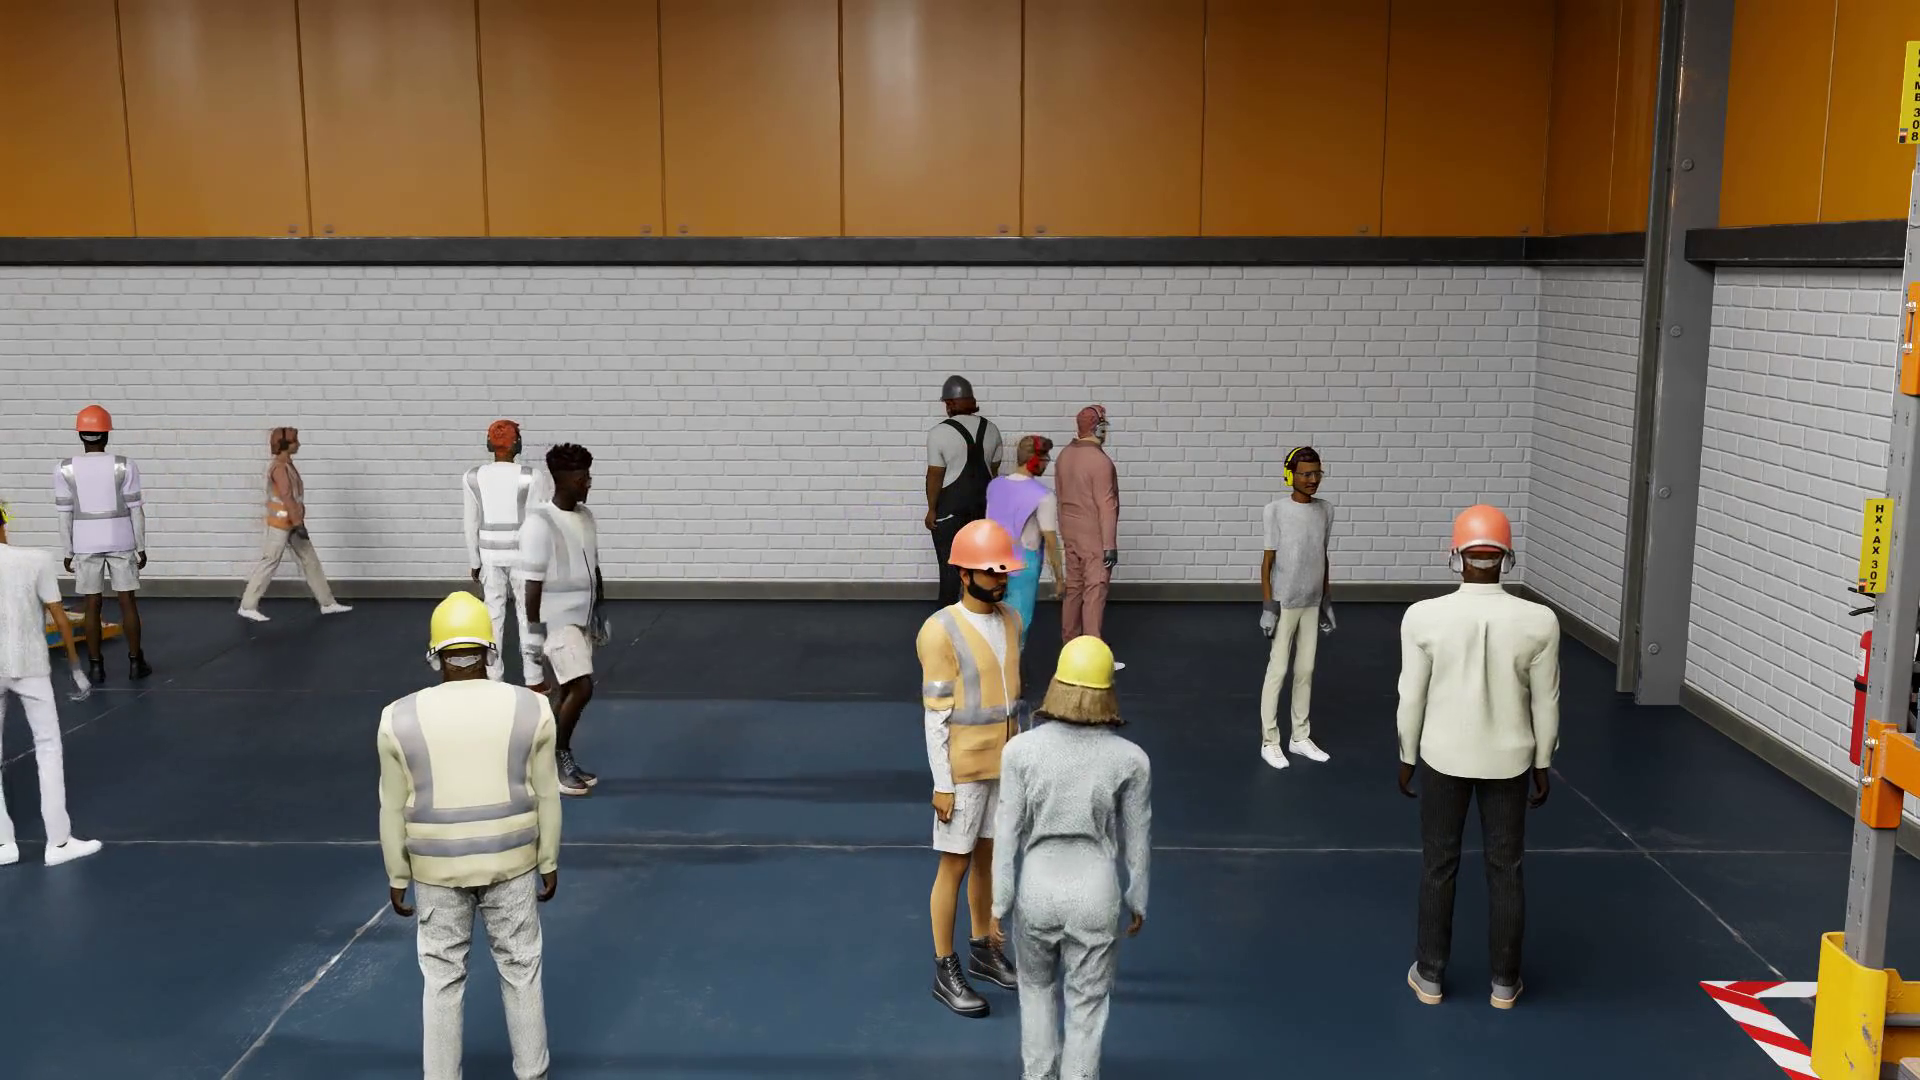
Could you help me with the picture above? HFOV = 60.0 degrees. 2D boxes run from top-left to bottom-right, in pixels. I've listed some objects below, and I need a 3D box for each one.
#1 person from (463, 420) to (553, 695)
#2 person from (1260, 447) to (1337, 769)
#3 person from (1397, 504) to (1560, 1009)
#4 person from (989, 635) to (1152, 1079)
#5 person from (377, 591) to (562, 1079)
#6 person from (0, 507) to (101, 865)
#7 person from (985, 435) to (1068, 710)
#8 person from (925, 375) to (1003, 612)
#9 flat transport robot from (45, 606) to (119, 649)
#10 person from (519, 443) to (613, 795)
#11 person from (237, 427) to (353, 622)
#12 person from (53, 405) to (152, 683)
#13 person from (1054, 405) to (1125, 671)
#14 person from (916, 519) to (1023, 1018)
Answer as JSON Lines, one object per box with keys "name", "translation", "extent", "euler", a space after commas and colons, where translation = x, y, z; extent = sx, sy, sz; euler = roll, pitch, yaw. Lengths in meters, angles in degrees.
{"name": "person", "translation": [-3.012, 0.136, 11.132], "extent": [0.574, 1.883, 0.356], "euler": [0, 9, 3]}
{"name": "person", "translation": [1.970, 0.390, 9.680], "extent": [0.508, 1.862, 0.328], "euler": [-5, 11, -27]}
{"name": "person", "translation": [2.017, 0.851, 6.515], "extent": [0.611, 1.994, 0.379], "euler": [2, 10, 12]}
{"name": "person", "translation": [0.365, 1.163, 5.442], "extent": [0.515, 1.718, 0.543], "euler": [1, 10, 5]}
{"name": "person", "translation": [-1.653, 1.082, 5.657], "extent": [0.591, 1.823, 0.405], "euler": [-3, 10, -17]}
{"name": "person", "translation": [-4.567, 0.674, 8.069], "extent": [0.597, 1.837, 0.348], "euler": [-2, 10, -13]}
{"name": "person", "translation": [0.416, 0.224, 10.795], "extent": [0.550, 1.815, 0.585], "euler": [-8, 12, -39]}
{"name": "person", "translation": [-0.031, -0.306, 13.305], "extent": [0.684, 2.000, 0.538], "euler": [-7, 12, -36]}
{"name": "flat transport robot", "translation": [-7.098, 0.730, 12.389], "extent": [0.652, 0.197, 1.431], "euler": [3, 10, 20]}
{"name": "person", "translation": [-2.127, 0.433, 9.138], "extent": [0.510, 1.946, 0.629], "euler": [3, 10, 17]}
{"name": "person", "translation": [-5.512, -0.127, 13.585], "extent": [0.873, 1.595, 0.514], "euler": [-2, 10, -11]}
{"name": "person", "translation": [-5.966, 0.031, 11.592], "extent": [0.543, 1.939, 0.360], "euler": [-4, 10, -21]}
{"name": "person", "translation": [0.949, -0.015, 11.962], "extent": [0.408, 1.906, 0.653], "euler": [-5, 11, -27]}
{"name": "person", "translation": [0.082, 0.876, 6.535], "extent": [0.354, 1.939, 0.544], "euler": [8, 12, 38]}
